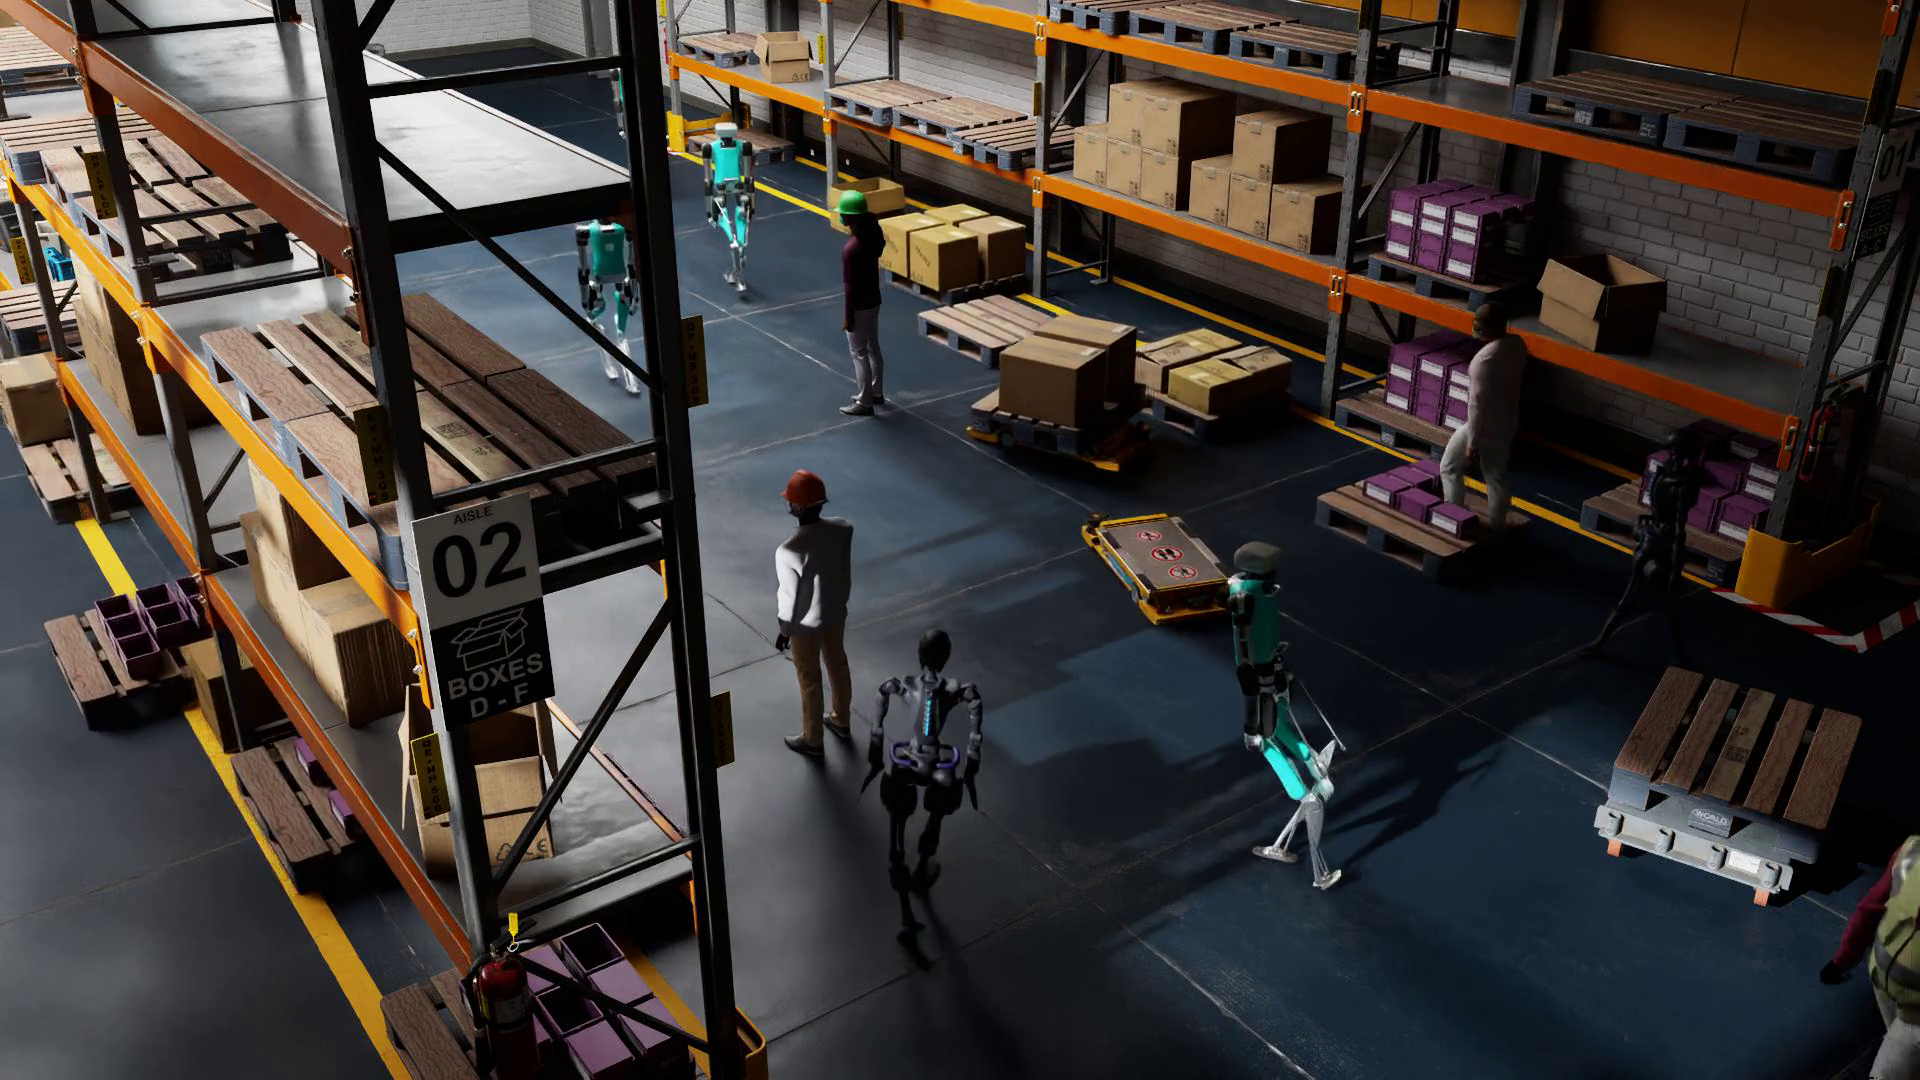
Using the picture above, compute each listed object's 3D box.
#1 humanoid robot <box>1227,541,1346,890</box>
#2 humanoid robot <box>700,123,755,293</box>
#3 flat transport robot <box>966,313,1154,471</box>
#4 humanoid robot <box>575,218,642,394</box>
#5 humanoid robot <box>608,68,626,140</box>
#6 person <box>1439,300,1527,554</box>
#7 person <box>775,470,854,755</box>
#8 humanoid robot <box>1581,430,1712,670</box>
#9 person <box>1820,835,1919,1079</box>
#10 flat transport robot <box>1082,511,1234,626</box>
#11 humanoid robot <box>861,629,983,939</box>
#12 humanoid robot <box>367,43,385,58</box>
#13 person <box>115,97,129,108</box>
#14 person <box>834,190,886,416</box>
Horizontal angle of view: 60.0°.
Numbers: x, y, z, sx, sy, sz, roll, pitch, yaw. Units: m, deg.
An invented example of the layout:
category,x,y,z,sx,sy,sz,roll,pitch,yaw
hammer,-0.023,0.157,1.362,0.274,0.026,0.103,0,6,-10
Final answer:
category,x,y,z,sx,sy,sz,roll,pitch,yaw
humanoid robot,1.772,0.930,8.578,0.920,1.823,0.596,12,29,23
humanoid robot,-2.284,-3.318,17.004,0.538,1.755,1.035,-10,28,-19
flat transport robot,0.825,-0.902,13.782,1.431,0.231,0.659,15,31,28
humanoid robot,-3.098,-2.165,14.643,0.543,1.735,0.977,-10,28,-19
humanoid robot,-3.879,-5.106,20.361,0.533,1.677,0.735,-18,32,-32
person,3.660,-0.814,11.797,0.679,1.903,0.696,-20,33,-34
person,-0.845,0.426,9.522,0.324,1.718,0.561,21,33,35
humanoid robot,4.395,0.062,10.342,0.756,1.628,0.585,2,27,4
person,3.812,1.829,6.659,0.975,1.790,0.626,-7,27,-13
flat transport robot,1.406,0.161,11.668,0.659,0.231,1.431,-8,28,-15
humanoid robot,-0.192,1.175,8.156,0.601,1.650,0.692,0,27,0
humanoid robot,-7.485,-5.597,21.550,0.312,1.652,0.604,-7,27,-13
person,-10.676,-5.501,21.009,0.610,1.997,0.376,5,27,9
person,-0.841,-2.005,14.121,0.432,1.944,0.481,11,29,21
